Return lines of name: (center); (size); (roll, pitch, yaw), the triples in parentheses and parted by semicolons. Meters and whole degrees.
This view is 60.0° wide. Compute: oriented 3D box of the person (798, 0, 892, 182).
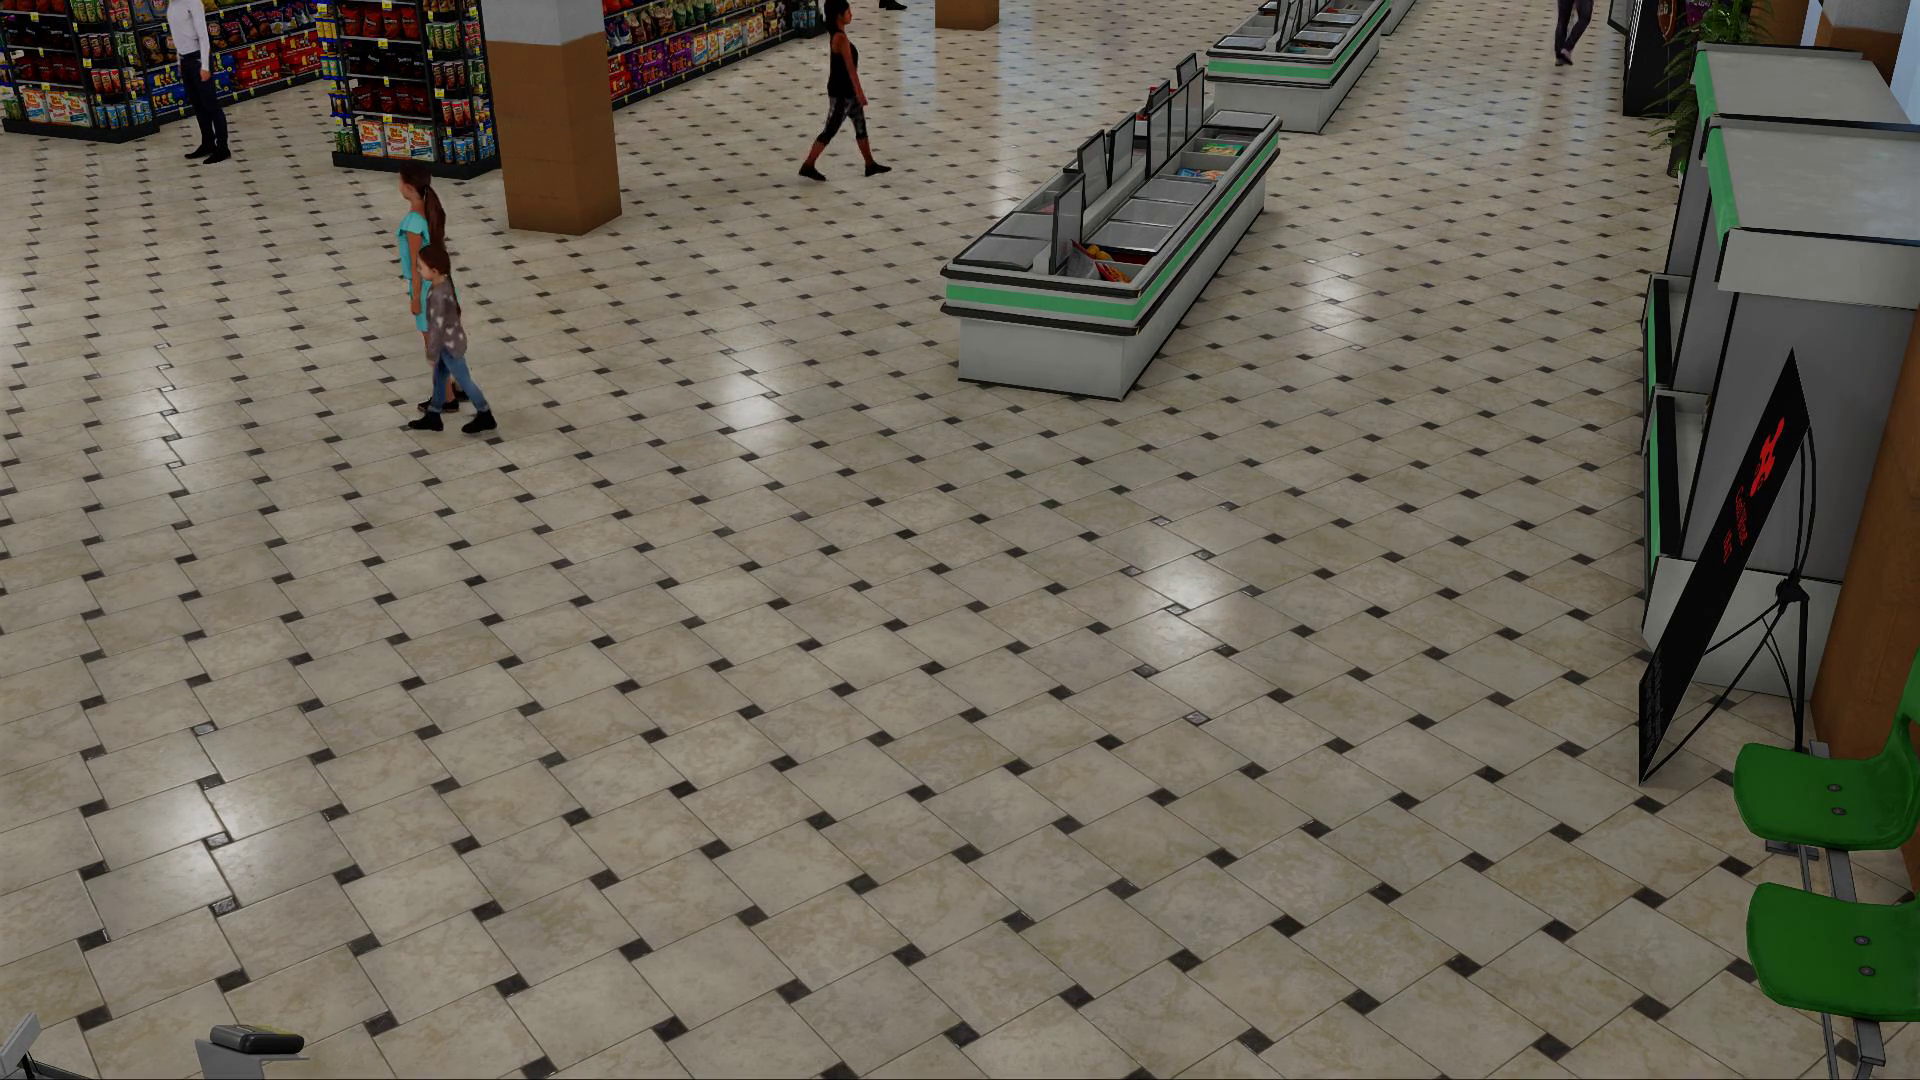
person: (-1.146, -4.036, 15.074); (1.008, 1.620, 1.114); (-5, 27, -9)

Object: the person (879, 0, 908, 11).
person: (-1.021, -8.555, 23.679); (0.814, 1.897, 0.761); (-13, 30, -23)

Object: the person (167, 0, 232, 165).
person: (-7.279, -4.572, 15.855); (0.697, 1.869, 0.702); (21, 34, 35)

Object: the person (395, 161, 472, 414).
person: (-3.261, -1.552, 10.245); (0.626, 1.557, 0.486); (4, 27, 9)

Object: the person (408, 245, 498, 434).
person: (-3.003, -1.175, 9.926); (0.764, 1.172, 0.771); (-5, 27, -10)

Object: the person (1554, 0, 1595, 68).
person: (7.311, -6.548, 19.811); (0.855, 1.815, 0.945); (18, 32, 31)
